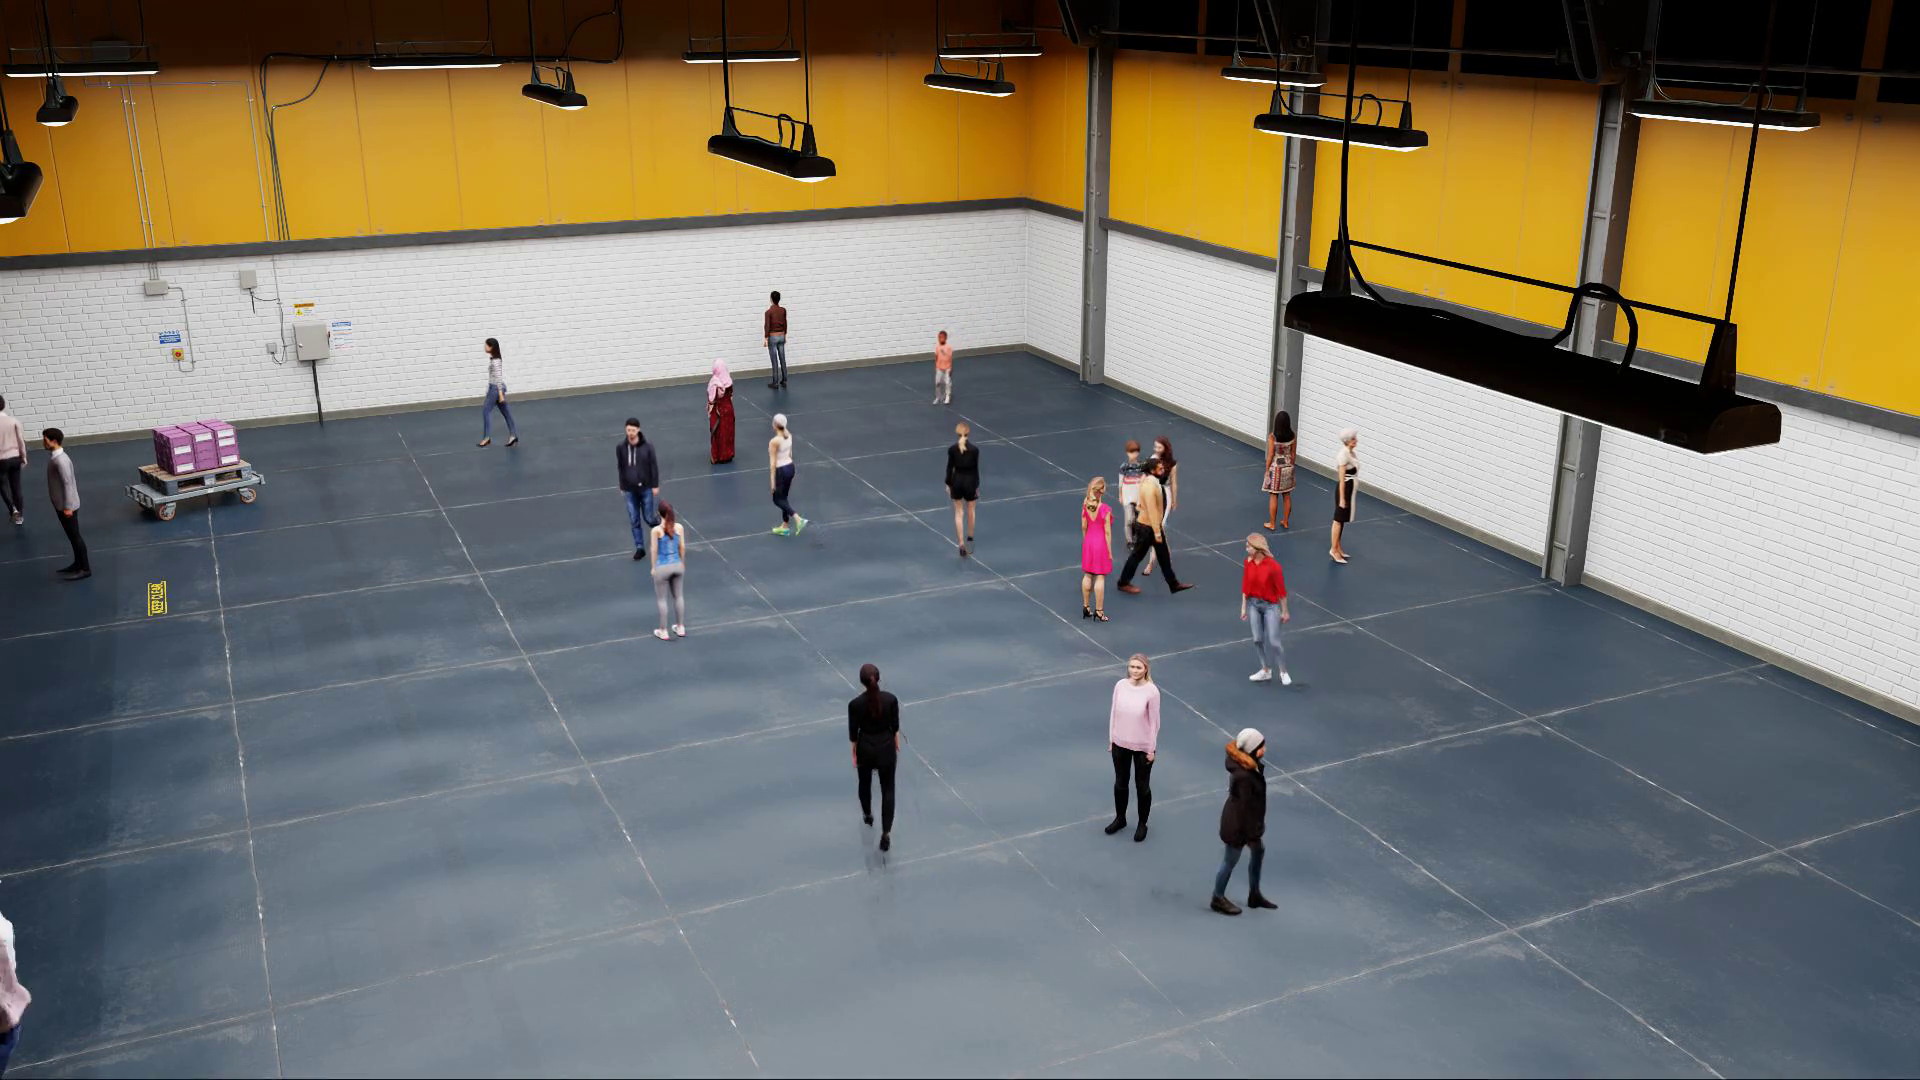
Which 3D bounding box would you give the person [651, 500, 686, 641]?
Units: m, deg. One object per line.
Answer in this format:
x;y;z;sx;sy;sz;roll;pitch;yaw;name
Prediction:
-3.298;0.328;18.822;0.589;1.609;0.583;-13;23;-34;person

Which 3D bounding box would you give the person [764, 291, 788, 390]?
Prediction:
-3.350;-3.675;30.437;0.700;1.782;0.627;-16;24;-38;person

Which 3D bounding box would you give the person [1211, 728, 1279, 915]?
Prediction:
2.161;2.225;13.179;0.907;1.615;0.849;6;20;17;person

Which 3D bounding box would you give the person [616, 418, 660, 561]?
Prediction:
-4.117;-0.698;21.452;0.918;1.875;1.000;3;19;8;person

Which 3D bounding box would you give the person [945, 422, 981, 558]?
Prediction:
0.037;-0.626;21.454;0.856;1.737;1.045;0;19;1;person

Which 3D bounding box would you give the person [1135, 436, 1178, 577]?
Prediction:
2.523;-0.449;20.899;1.121;1.755;1.041;12;22;31;person

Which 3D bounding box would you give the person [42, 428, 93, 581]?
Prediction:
-11.117;-0.467;20.691;0.853;1.921;0.628;-14;23;-35;person

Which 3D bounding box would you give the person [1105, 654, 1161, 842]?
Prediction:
1.511;1.770;14.418;0.656;1.687;0.748;10;21;28;person

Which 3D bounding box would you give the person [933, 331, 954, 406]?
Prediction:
-0.252;-3.050;29.350;0.719;1.291;0.792;5;19;14;person

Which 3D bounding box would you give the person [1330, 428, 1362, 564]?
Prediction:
4.918;-0.586;21.307;0.730;1.755;0.695;9;21;25;person

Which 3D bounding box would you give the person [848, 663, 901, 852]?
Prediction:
-0.703;1.878;14.191;0.825;1.627;1.123;-2;19;-6;person

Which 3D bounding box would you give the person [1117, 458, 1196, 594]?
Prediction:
2.205;-0.126;20.018;1.205;1.705;1.193;5;19;15;person

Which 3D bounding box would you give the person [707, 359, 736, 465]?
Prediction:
-3.681;-1.999;25.686;0.746;1.637;0.752;15;24;38;person

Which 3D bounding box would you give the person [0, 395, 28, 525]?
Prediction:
-12.995;-1.070;22.676;0.710;1.798;0.750;-14;23;-36;person

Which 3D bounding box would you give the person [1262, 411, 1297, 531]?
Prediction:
4.348;-0.953;22.569;0.670;1.645;0.555;-6;20;-18;person

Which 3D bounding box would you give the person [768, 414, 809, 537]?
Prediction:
-2.285;-0.822;22.119;1.014;1.684;0.877;12;22;32;person

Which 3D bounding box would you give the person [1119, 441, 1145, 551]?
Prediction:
2.282;-0.613;21.908;0.711;1.422;0.966;-1;19;-4;person

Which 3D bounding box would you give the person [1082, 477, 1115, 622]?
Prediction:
1.575;0.096;19.323;0.703;1.728;0.579;-17;25;-41;person

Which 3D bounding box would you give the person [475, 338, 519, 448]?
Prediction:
-7.266;-2.329;26.464;0.799;1.766;0.899;-3;19;-8;person

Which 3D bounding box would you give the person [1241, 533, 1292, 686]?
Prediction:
3.259;0.742;17.524;0.733;1.652;0.909;10;21;27;person

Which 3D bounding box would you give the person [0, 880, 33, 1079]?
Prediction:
-6.463;2.942;10.902;0.786;1.709;0.666;-6;20;-17;person
